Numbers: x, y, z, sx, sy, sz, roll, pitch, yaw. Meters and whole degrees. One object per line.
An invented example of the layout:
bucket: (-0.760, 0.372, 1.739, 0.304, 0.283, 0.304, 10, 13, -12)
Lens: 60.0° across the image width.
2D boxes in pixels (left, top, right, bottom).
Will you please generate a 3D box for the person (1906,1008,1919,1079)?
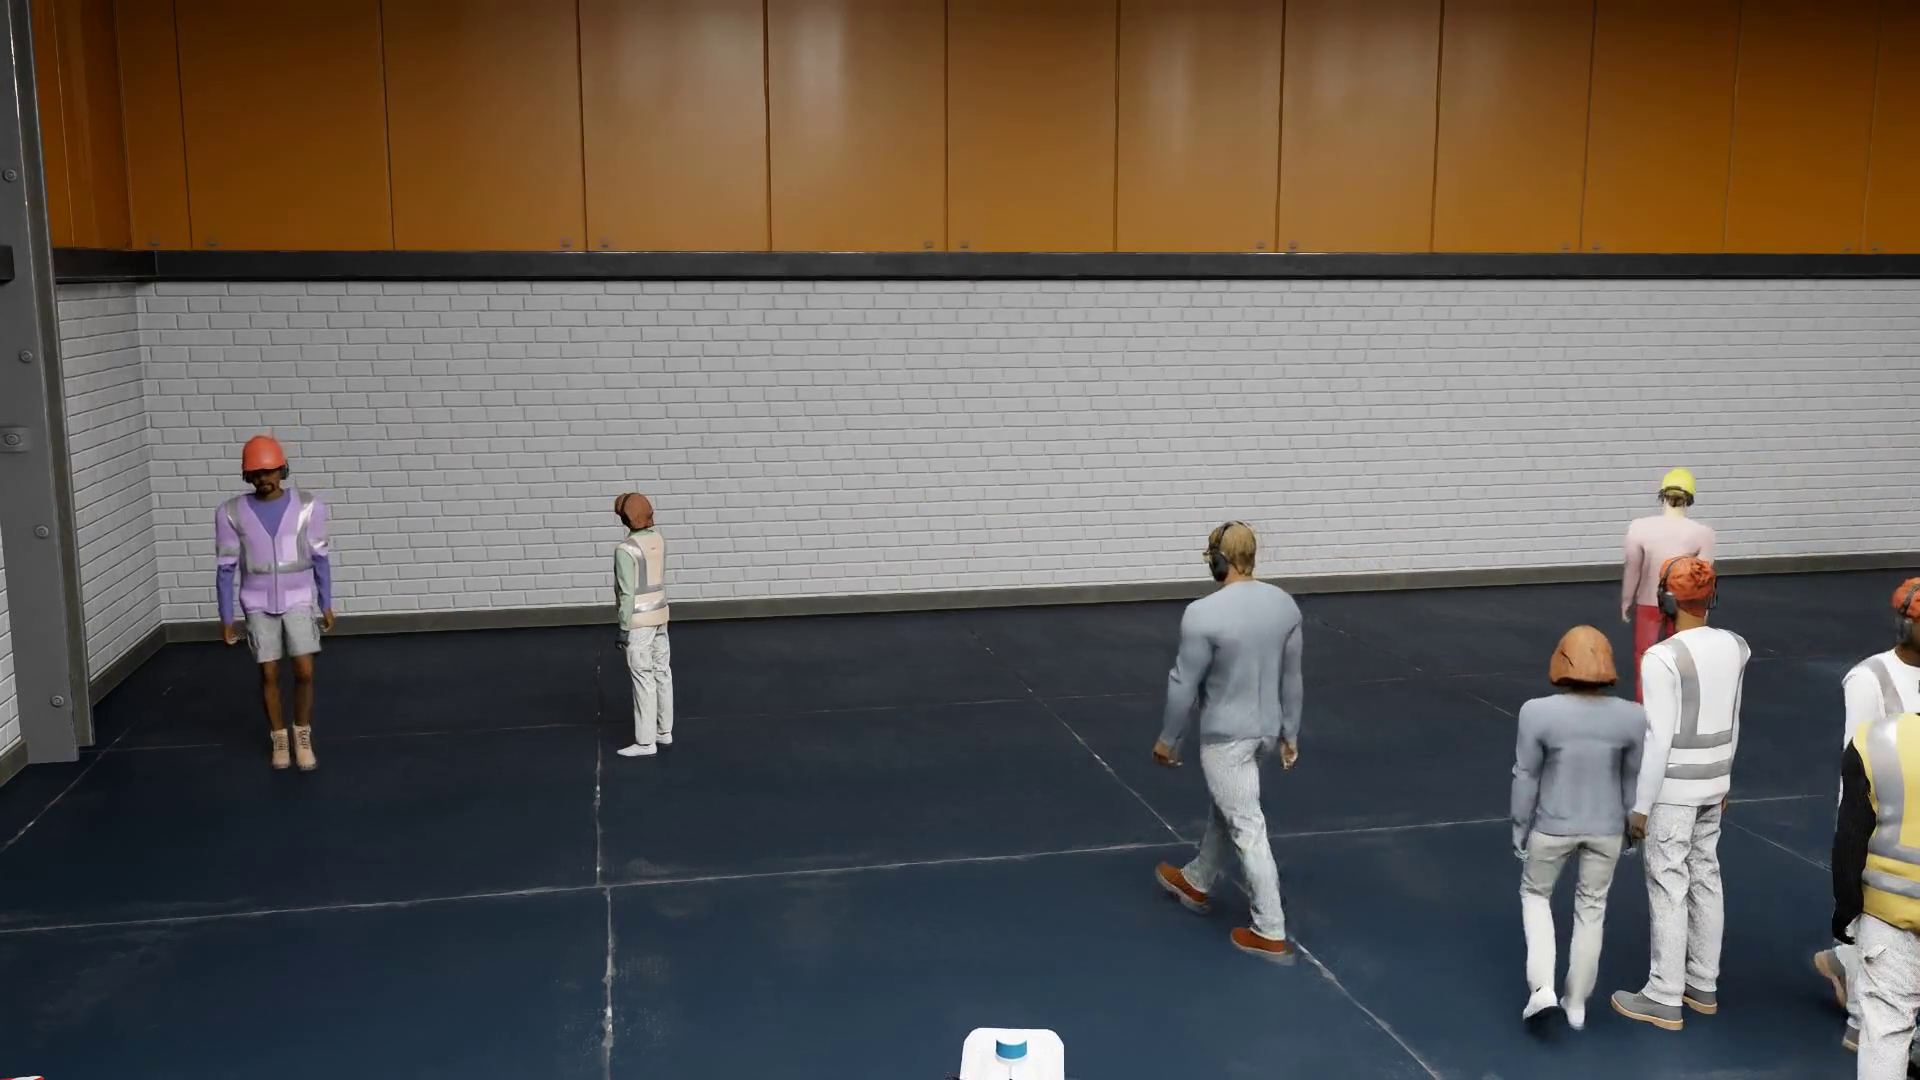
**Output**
person: (3.640, 1.168, 5.788, 0.595, 1.803, 0.720, -1, 9, -6)

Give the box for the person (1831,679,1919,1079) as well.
person: (3.171, 1.212, 5.396, 0.633, 1.841, 0.429, 5, 10, 27)

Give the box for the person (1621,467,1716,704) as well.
person: (4.485, 0.411, 10.552, 0.534, 1.745, 0.583, 4, 10, 22)

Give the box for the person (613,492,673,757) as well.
person: (-1.955, 0.520, 10.240, 0.314, 1.636, 0.515, 3, 10, 19)

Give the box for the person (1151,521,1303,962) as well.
person: (1.141, 0.851, 7.417, 0.629, 1.891, 0.978, -7, 12, -38)

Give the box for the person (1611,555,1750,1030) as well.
person: (2.860, 0.994, 6.599, 0.585, 1.881, 0.337, -6, 11, -32)

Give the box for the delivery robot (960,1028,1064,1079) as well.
delivery robot: (0.164, 1.817, 5.332, 0.477, 0.478, 0.707, 1, 9, 3)

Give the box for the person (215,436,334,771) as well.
person: (-4.048, 0.393, 9.837, 0.635, 2.018, 0.638, -4, 10, -21)

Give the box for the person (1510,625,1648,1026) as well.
person: (2.414, 1.138, 6.515, 0.511, 1.623, 0.370, 2, 9, 10)

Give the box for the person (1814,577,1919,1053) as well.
person: (3.499, 1.052, 6.277, 0.592, 1.872, 0.461, -4, 10, -23)
